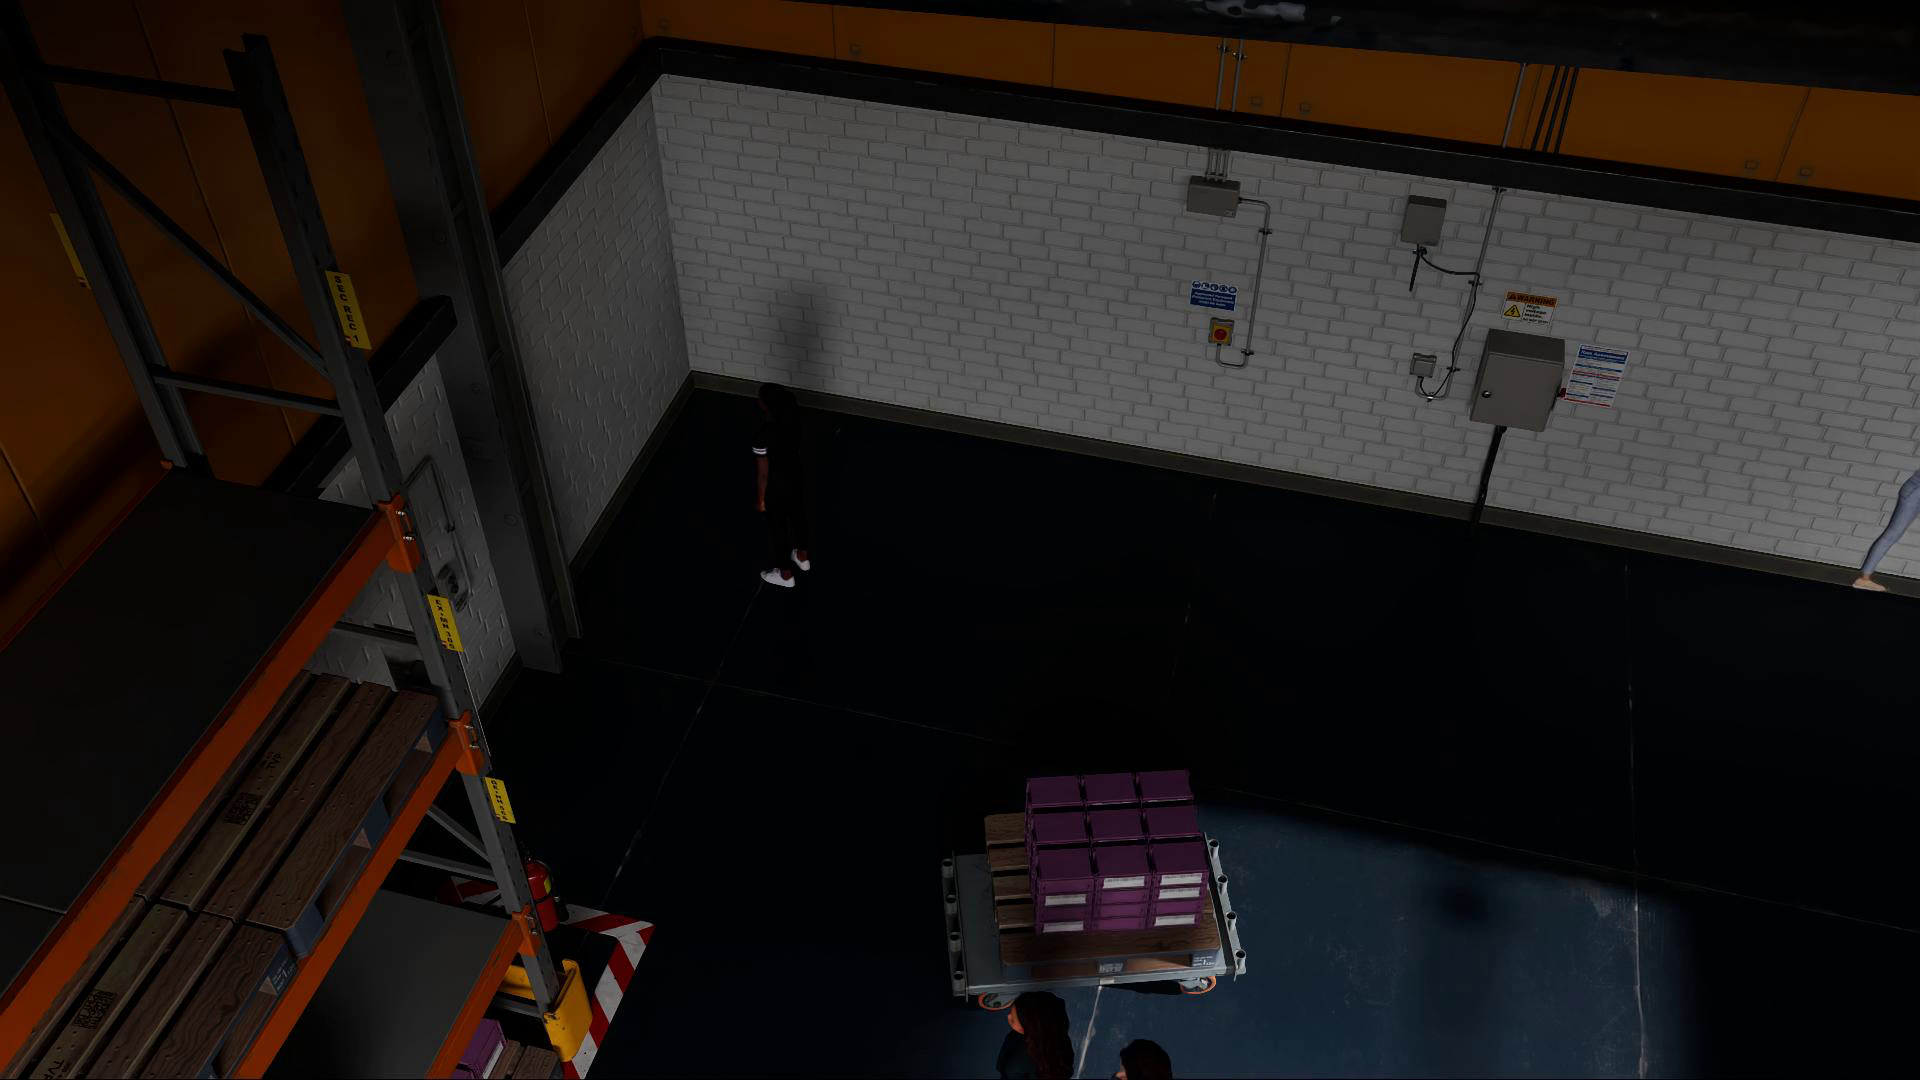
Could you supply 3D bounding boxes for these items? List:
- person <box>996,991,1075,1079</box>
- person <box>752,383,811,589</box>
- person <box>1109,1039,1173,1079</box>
[{"bbox_3d":[0.368,2.728,8.235,0.718,1.615,0.605,0,44,0],"label":"person"},{"bbox_3d":[-1.231,-0.391,11.427,0.743,1.729,0.623,25,49,24],"label":"person"},{"bbox_3d":[0.904,2.874,7.985,1.009,1.750,1.042,-12,45,-12],"label":"person"}]
